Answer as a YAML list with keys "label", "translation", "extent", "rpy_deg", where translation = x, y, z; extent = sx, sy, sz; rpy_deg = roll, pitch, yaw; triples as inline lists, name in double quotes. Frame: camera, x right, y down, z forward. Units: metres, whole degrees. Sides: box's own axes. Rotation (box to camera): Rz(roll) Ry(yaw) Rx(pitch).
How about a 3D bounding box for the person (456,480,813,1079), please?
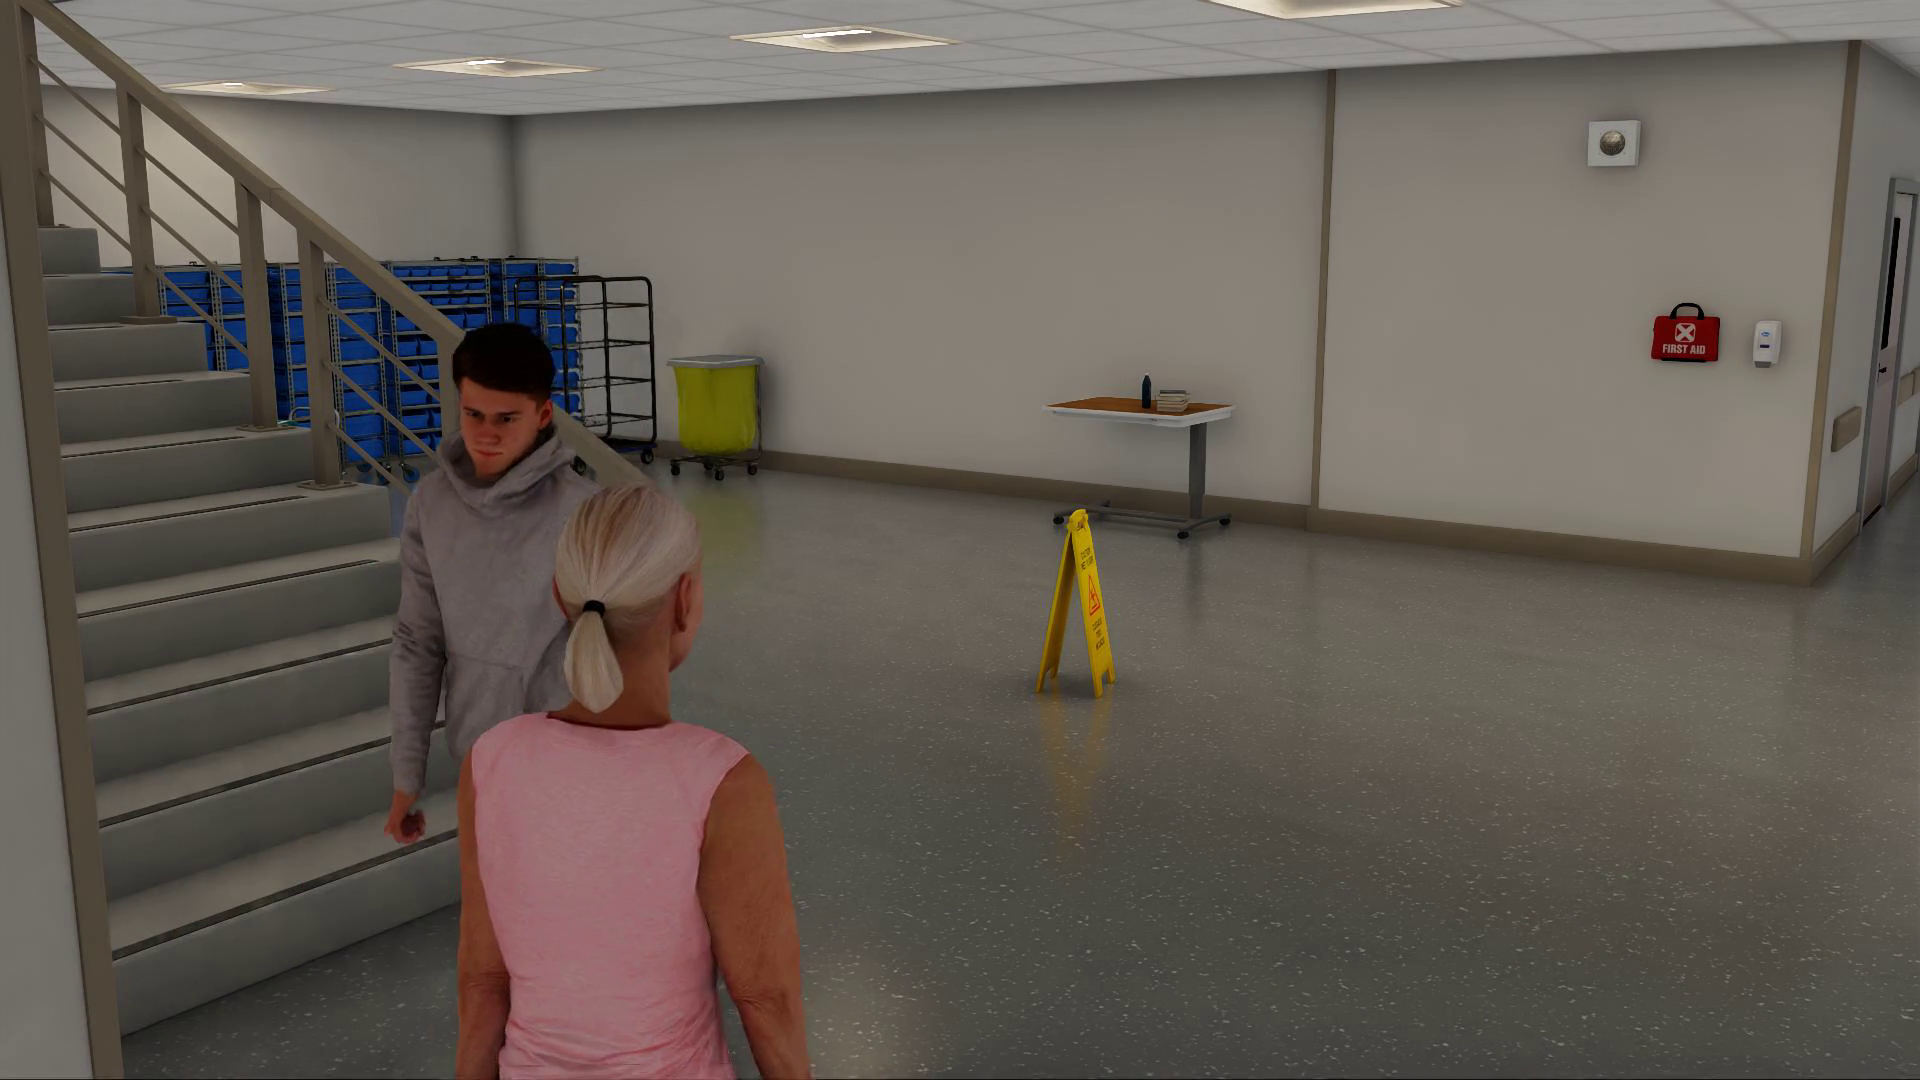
- label: "person"
  translation: [-0.441, 0.817, 1.967]
  extent: [1.048, 1.688, 0.844]
  rpy_deg: [3, 11, 17]

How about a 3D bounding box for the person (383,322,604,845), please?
- label: "person"
  translation: [-0.843, 0.471, 3.518]
  extent: [1.204, 1.788, 0.823]
  rpy_deg: [6, 12, 27]
